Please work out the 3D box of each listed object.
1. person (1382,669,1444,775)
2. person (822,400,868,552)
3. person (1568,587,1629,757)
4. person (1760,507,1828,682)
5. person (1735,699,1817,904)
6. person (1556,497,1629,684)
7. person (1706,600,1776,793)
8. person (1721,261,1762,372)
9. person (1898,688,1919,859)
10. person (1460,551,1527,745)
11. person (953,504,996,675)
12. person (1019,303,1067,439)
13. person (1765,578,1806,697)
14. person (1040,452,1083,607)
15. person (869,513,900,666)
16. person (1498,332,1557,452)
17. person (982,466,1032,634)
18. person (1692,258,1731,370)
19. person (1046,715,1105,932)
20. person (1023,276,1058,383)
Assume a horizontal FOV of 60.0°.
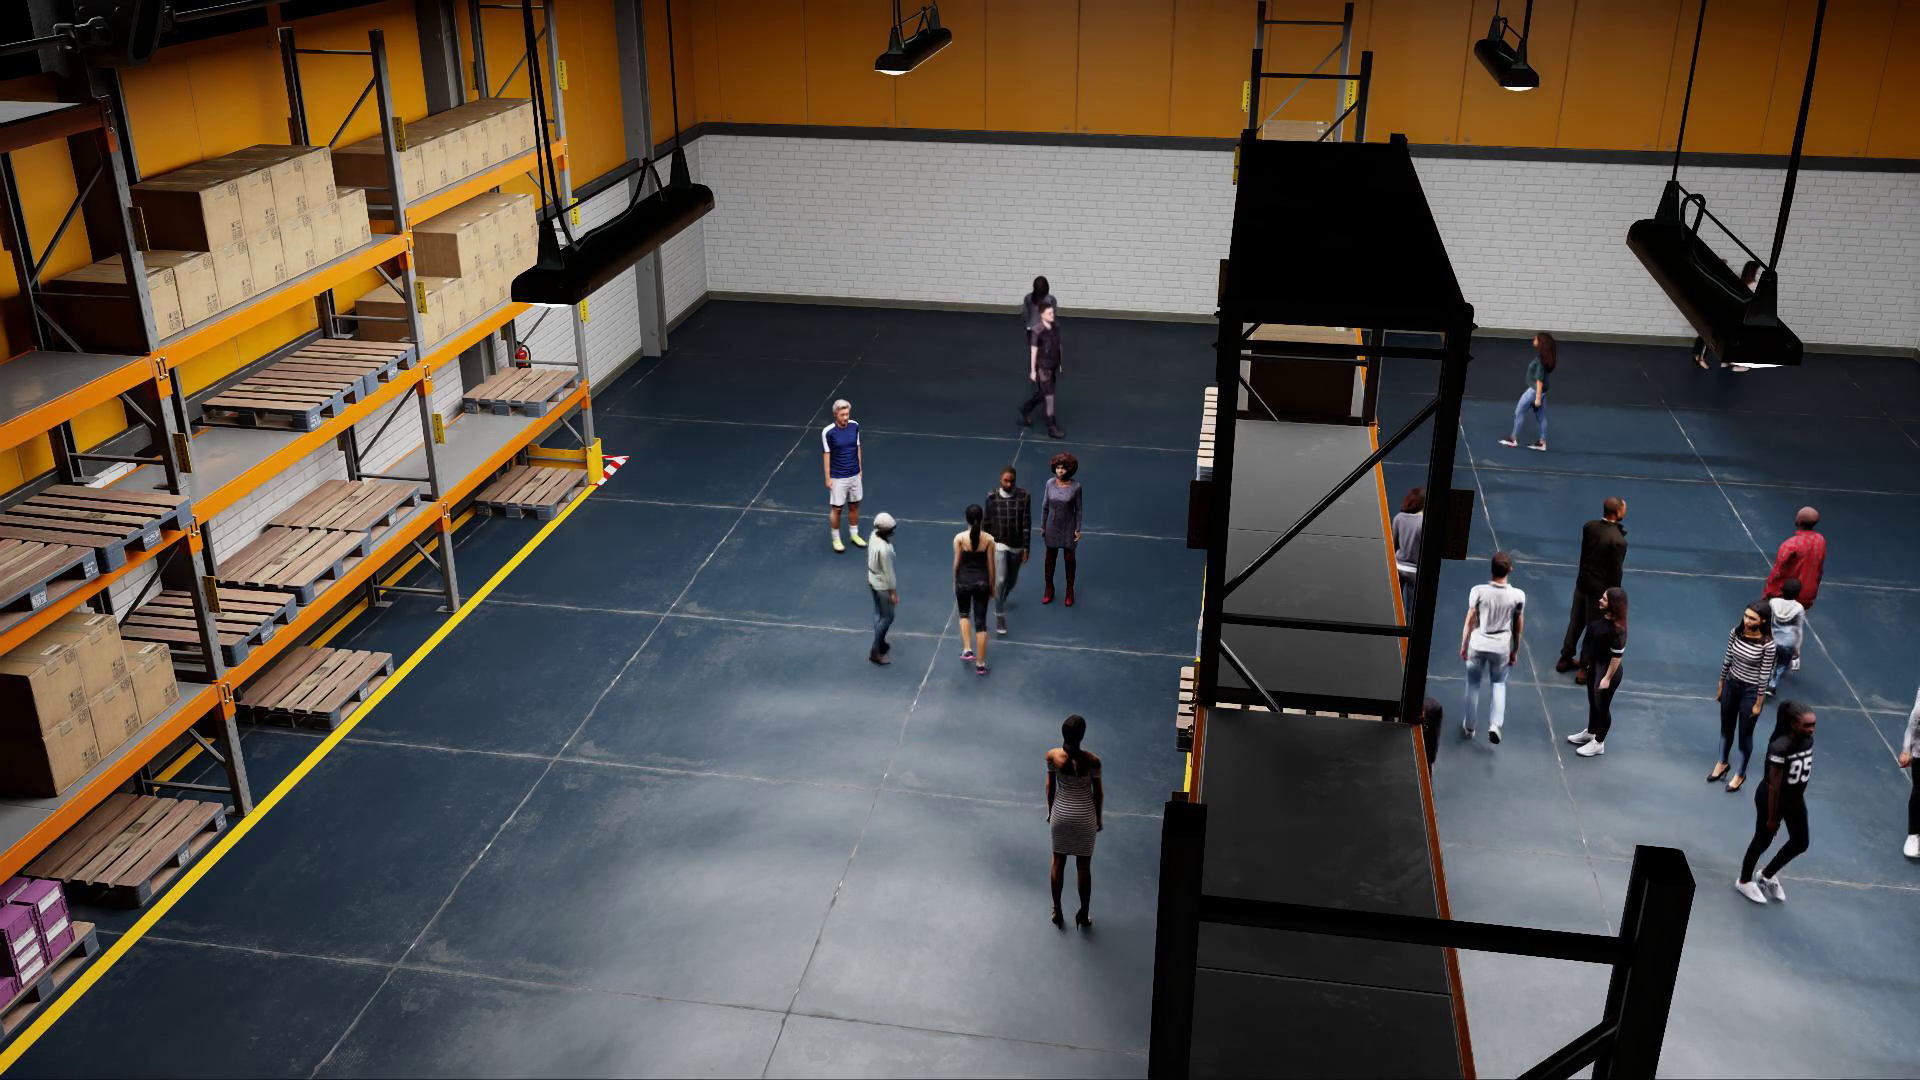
[{"bbox_3d":[3.500,1.812,13.176,0.689,1.801,1.113,3,24,8],"label":"person"},{"bbox_3d":[-1.337,-0.767,19.040,0.729,1.830,0.792,-16,28,-33],"label":"person"},{"bbox_3d":[5.757,1.160,14.871,0.692,1.639,0.559,1,24,2],"label":"person"},{"bbox_3d":[8.079,0.552,16.051,0.811,1.808,0.850,-8,25,-18],"label":"person"},{"bbox_3d":[6.253,2.002,12.849,0.758,1.716,0.807,-10,26,-22],"label":"person"},{"bbox_3d":[6.165,0.468,16.126,0.833,1.901,0.717,-8,25,-18],"label":"person"},{"bbox_3d":[6.731,1.333,14.283,0.702,1.793,0.632,-14,27,-29],"label":"person"},{"bbox_3d":[11.914,-3.430,25.321,0.842,1.679,0.728,-8,25,-17],"label":"person"},{"bbox_3d":[7.879,1.667,13.365,0.795,1.916,0.772,13,27,27],"label":"person"},{"bbox_3d":[4.768,1.019,14.948,0.643,1.836,0.847,4,24,9],"label":"person"},{"bbox_3d":[0.126,0.508,16.274,0.651,1.711,0.735,-2,24,-4],"label":"person"},{"bbox_3d":[1.102,-2.335,22.641,1.155,1.819,1.212,19,30,37],"label":"person"},{"bbox_3d":[7.780,0.971,15.789,0.627,1.249,0.617,12,26,26],"label":"person"},{"bbox_3d":[1.083,-0.122,17.715,0.608,1.711,0.547,7,25,15],"label":"person"},{"bbox_3d":[-0.786,0.420,16.586,0.822,1.622,0.690,-16,29,-33],"label":"person"},{"bbox_3d":[7.731,-1.940,22.021,0.826,1.592,0.879,13,27,28],"label":"person"},{"bbox_3d":[0.480,0.022,17.297,0.839,1.781,1.150,1,24,2],"label":"person"},{"bbox_3d":[11.447,-3.457,25.350,0.719,1.705,0.531,-1,24,-2],"label":"person"},{"bbox_3d":[0.844,2.115,12.457,0.609,1.822,0.560,7,24,15],"label":"person"},{"bbox_3d":[1.175,-3.109,24.739,0.709,1.556,1.037,6,24,12],"label":"person"}]
